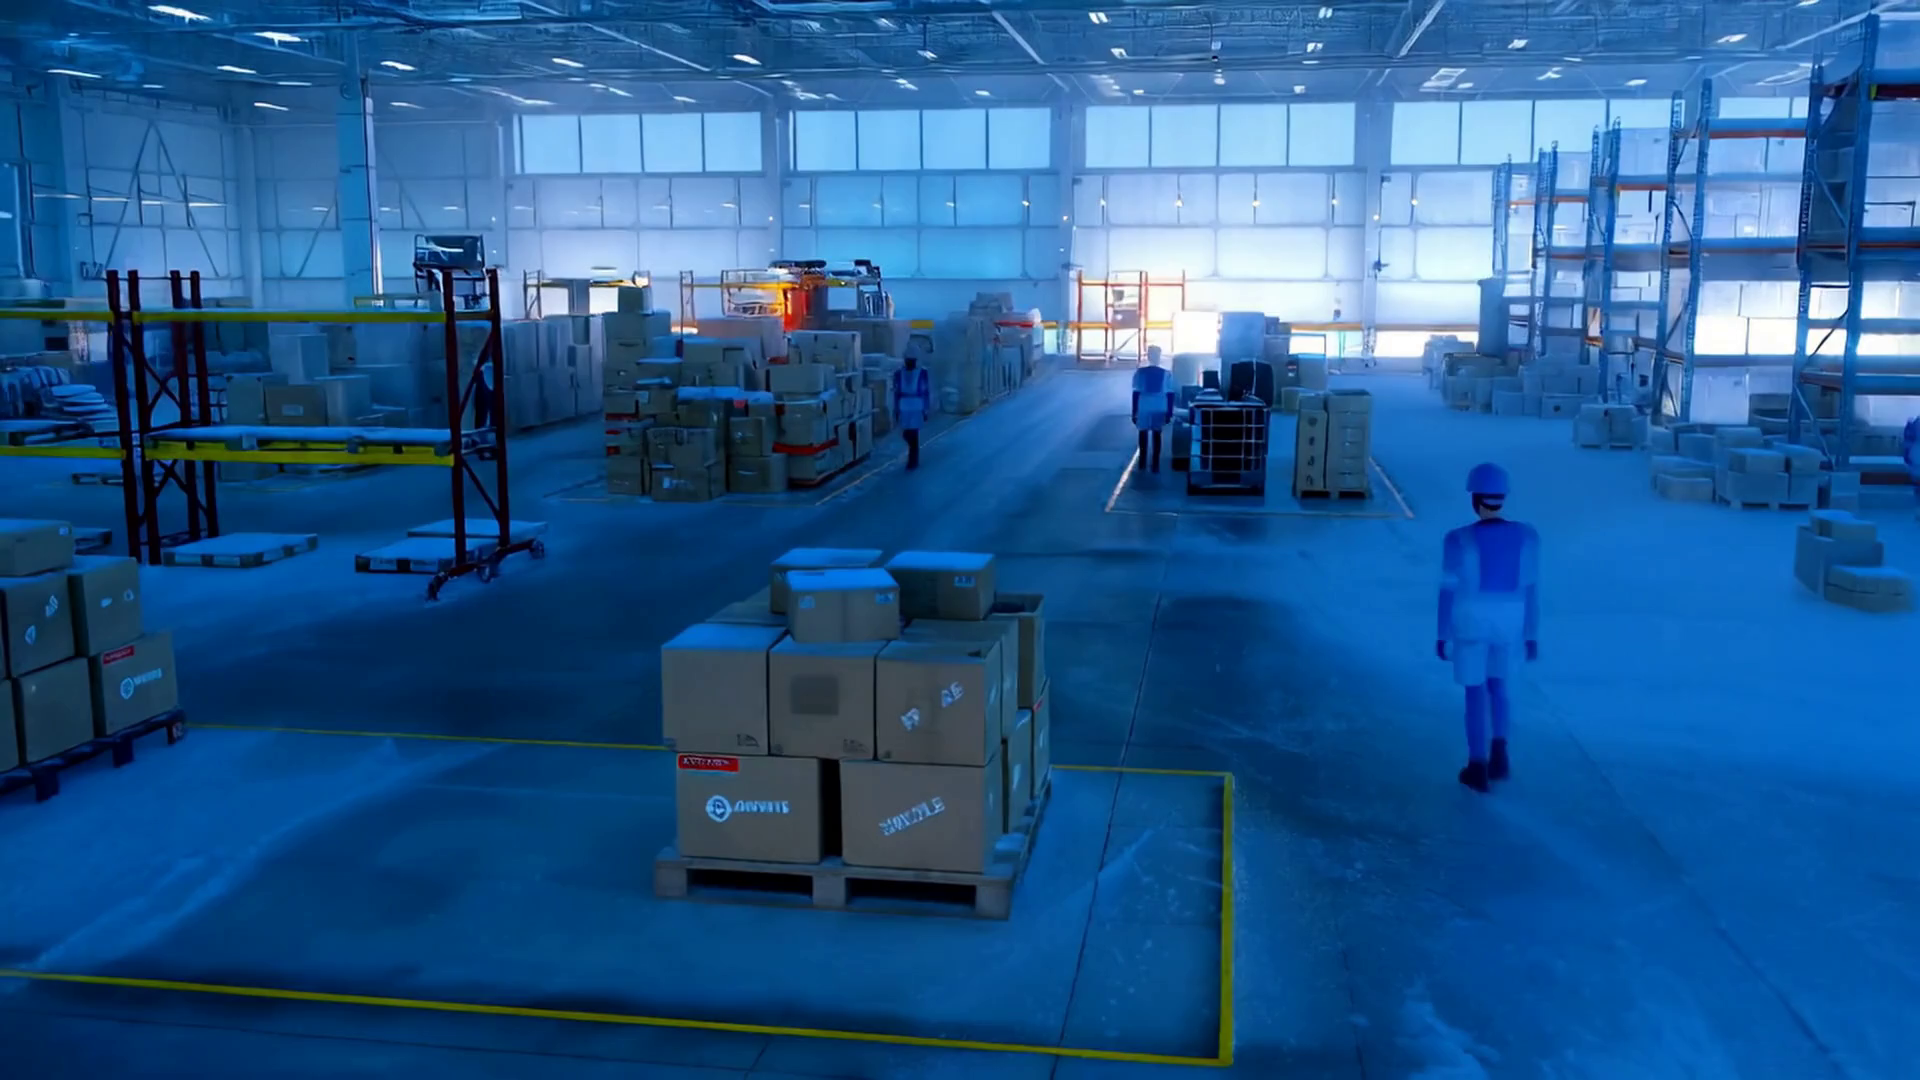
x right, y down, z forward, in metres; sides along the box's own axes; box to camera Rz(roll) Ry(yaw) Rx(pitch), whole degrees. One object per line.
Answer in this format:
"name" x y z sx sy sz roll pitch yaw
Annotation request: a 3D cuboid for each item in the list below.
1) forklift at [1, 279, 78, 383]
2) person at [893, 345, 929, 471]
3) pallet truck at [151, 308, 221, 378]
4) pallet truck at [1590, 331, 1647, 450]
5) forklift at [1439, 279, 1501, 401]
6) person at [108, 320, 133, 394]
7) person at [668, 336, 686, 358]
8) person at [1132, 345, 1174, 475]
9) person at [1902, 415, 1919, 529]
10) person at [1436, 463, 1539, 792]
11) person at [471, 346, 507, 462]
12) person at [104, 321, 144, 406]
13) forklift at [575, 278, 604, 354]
"forklift" -22.135 -4.786 39.432 1.873 2.768 1.129 1 9 9
"person" -0.733 -2.024 25.395 0.550 1.913 0.792 2 9 13
"pallet truck" -21.869 -5.598 47.154 0.823 1.965 1.885 4 10 26
"pallet truck" 11.253 -2.573 28.499 0.823 1.965 1.885 5 10 27
"forklift" 11.963 -4.516 37.767 1.873 2.768 1.129 1 9 9
"person" -20.475 -4.483 40.687 0.783 1.856 0.594 -1 9 -3
"person" -4.821 -2.608 29.027 0.622 1.893 0.503 1 9 9
"person" 2.888 -1.964 24.978 0.621 1.913 0.972 1 9 3
"person" 11.212 -0.902 19.273 0.540 1.632 0.839 4 10 25
"person" 3.062 0.511 9.706 0.578 1.922 0.404 -1 9 -4
"person" -7.485 -2.149 26.355 0.505 1.844 0.346 3 10 15
"person" -18.926 -3.973 37.435 0.913 1.915 0.623 -7 11 -36
"forklift" -10.234 -5.744 45.341 1.873 2.768 1.129 -3 10 -17
